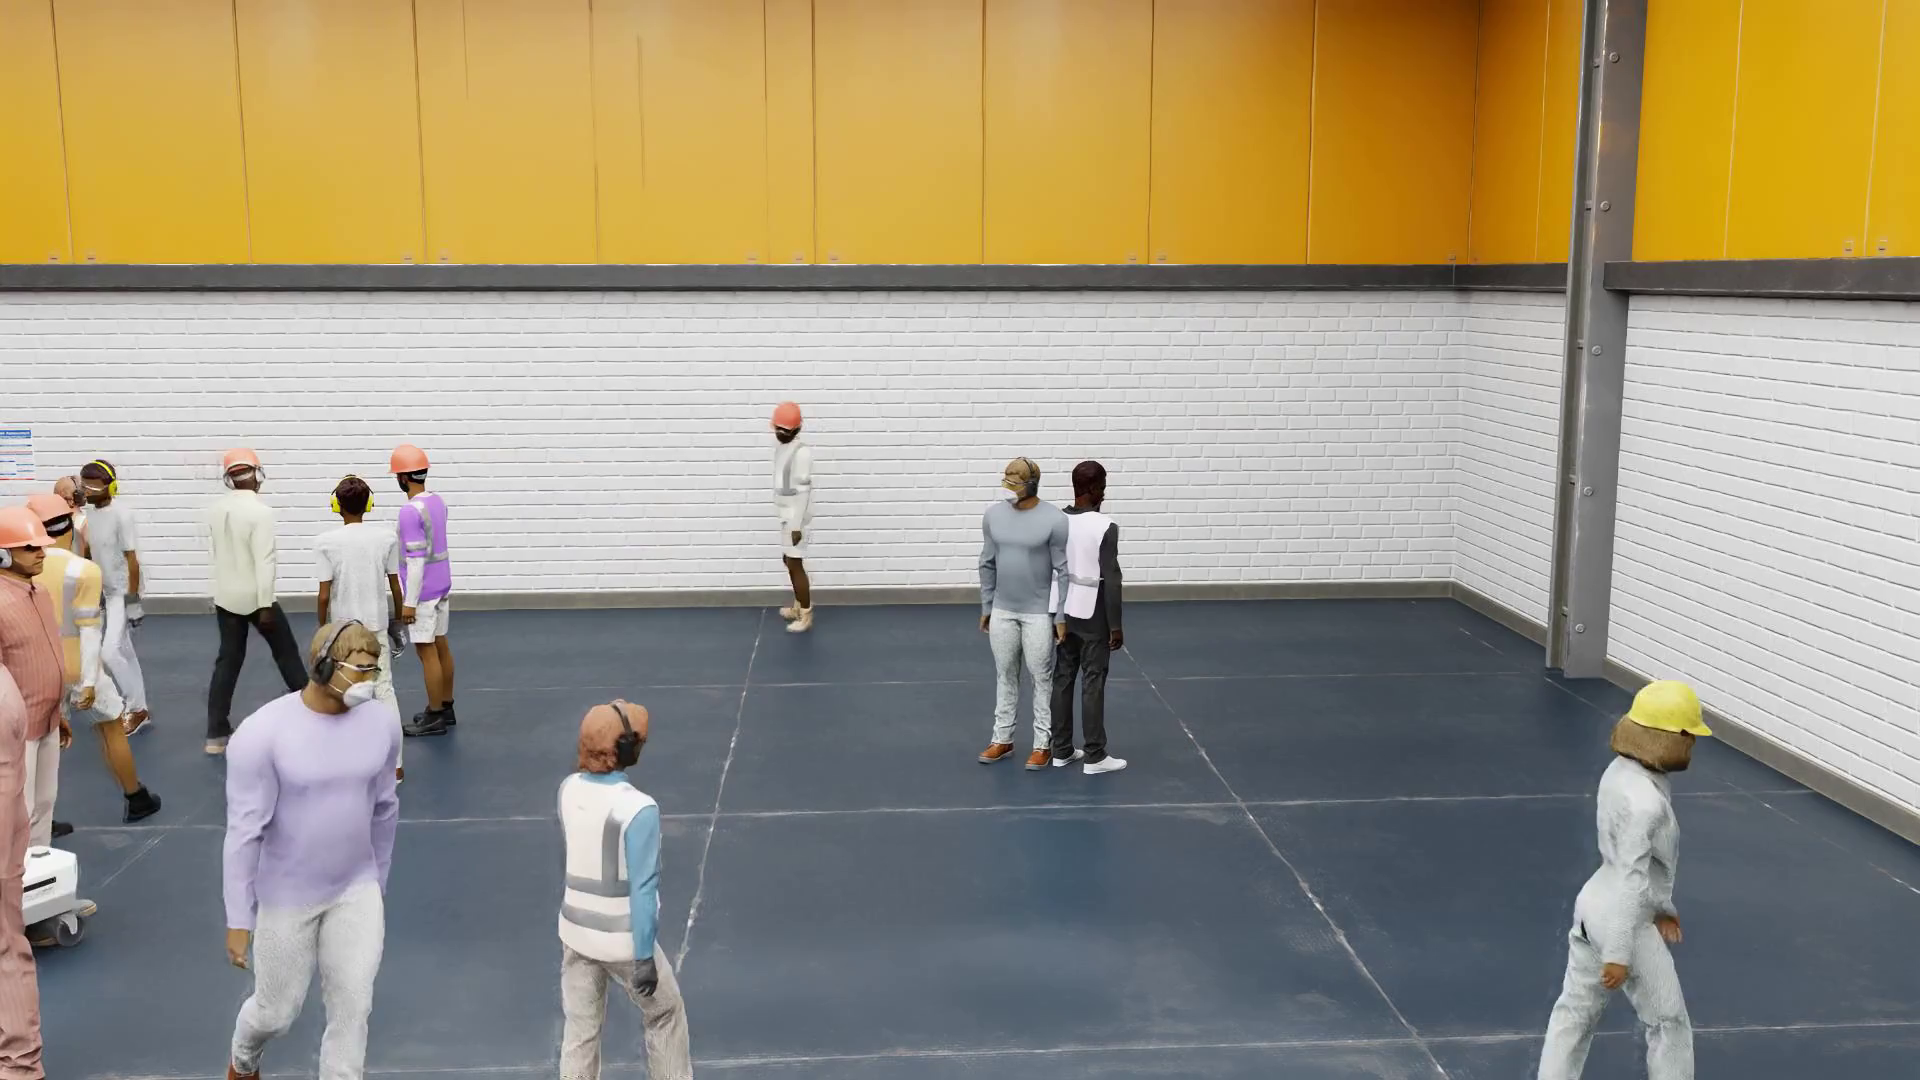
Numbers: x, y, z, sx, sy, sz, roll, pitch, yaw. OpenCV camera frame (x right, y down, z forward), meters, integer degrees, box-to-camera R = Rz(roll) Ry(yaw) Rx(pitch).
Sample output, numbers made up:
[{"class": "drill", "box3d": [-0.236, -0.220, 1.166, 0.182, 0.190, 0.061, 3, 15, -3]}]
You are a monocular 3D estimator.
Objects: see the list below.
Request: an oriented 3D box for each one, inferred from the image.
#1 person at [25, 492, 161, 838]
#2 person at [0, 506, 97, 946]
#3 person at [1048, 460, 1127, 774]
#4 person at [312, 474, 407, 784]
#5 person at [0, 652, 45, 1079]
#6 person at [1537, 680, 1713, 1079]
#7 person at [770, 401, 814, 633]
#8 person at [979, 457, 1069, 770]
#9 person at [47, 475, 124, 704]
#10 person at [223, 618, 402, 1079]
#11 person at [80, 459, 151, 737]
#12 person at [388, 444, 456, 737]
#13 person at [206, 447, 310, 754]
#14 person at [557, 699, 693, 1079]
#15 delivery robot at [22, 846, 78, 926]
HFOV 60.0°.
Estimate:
[{"class": "person", "box3d": [-4.822, 0.669, 9.027, 0.551, 1.878, 0.748, 1, 9, 8]}, {"class": "person", "box3d": [-4.265, 0.835, 7.614, 0.379, 1.996, 0.611, -1, 9, -5]}, {"class": "person", "box3d": [0.746, 0.470, 10.165, 0.588, 1.913, 0.391, 9, 13, 44]}, {"class": "person", "box3d": [-3.546, 0.546, 9.831, 0.533, 1.868, 0.310, -7, 11, -35]}, {"class": "person", "box3d": [-3.622, 1.121, 6.100, 0.409, 1.907, 0.651, -6, 11, -35]}, {"class": "person", "box3d": [2.320, 1.303, 5.588, 0.812, 1.700, 0.485, 1, 9, 5]}, {"class": "person", "box3d": [-1.443, -0.207, 14.187, 0.498, 1.989, 0.779, -4, 10, -24]}, {"class": "person", "box3d": [0.397, 0.447, 10.243, 0.628, 1.937, 0.378, 5, 11, 30]}, {"class": "person", "box3d": [-6.194, 0.362, 11.700, 0.511, 1.640, 0.308, 4, 10, 24]}, {"class": "person", "box3d": [-2.243, 1.192, 5.691, 0.812, 1.898, 0.703, 8, 12, 42]}, {"class": "person", "box3d": [-5.628, 0.372, 10.995, 0.703, 1.848, 0.439, 8, 12, 41]}, {"class": "person", "box3d": [-3.558, 0.332, 10.967, 0.375, 1.934, 0.547, 0, 9, 3]}, {"class": "person", "box3d": [-4.516, 0.365, 10.782, 0.656, 1.924, 1.013, 5, 11, 31]}, {"class": "person", "box3d": [-1.098, 1.328, 5.677, 0.546, 1.610, 0.698, 8, 12, 41]}, {"class": "delivery robot", "box3d": [-4.268, 1.557, 7.299, 0.477, 0.478, 0.707, 5, 10, 27]}]
